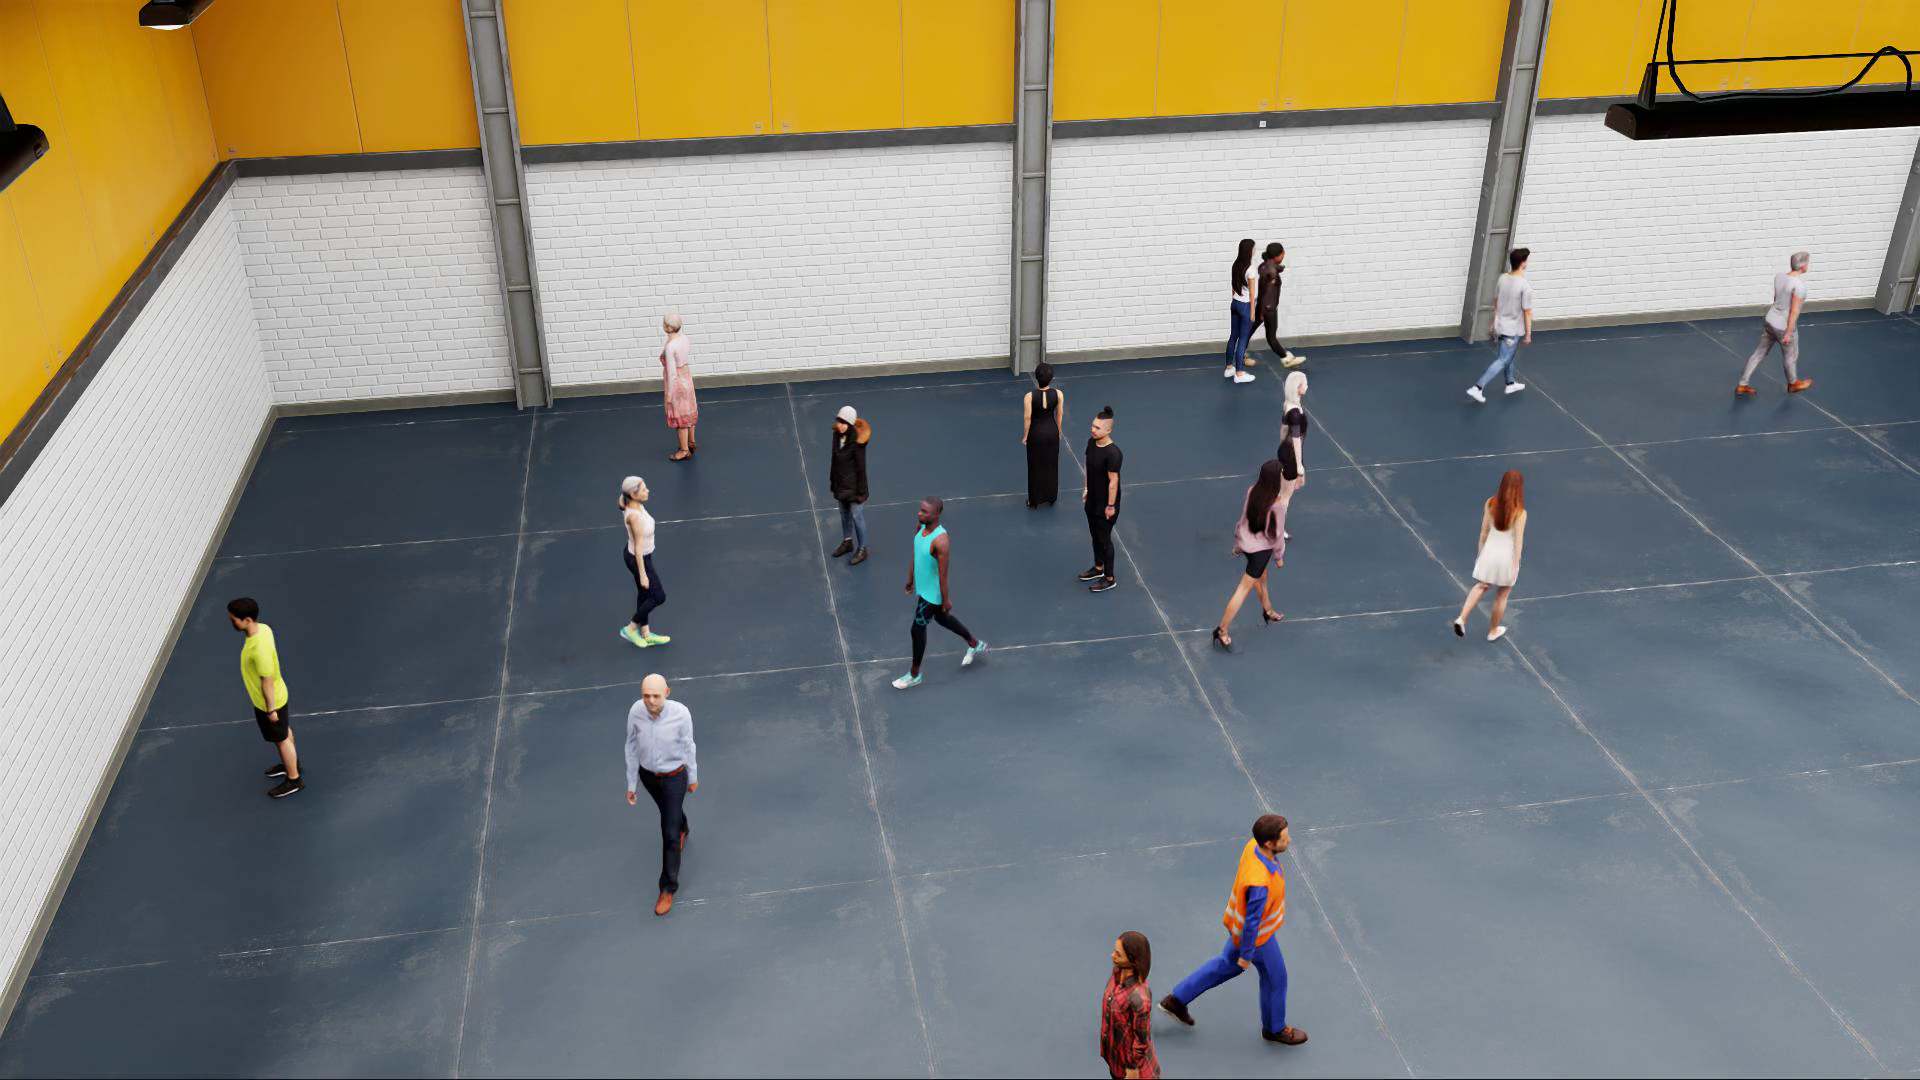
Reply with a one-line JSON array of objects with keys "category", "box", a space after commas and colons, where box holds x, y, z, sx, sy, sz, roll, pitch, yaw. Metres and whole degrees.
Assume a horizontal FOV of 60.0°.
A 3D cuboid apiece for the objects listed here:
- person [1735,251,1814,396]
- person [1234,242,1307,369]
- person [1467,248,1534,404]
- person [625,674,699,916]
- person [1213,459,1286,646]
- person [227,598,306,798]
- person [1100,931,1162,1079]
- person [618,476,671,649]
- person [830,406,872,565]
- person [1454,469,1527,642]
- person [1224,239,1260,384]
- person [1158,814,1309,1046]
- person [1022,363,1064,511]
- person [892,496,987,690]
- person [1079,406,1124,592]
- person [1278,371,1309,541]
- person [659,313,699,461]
[{"category": "person", "box": [9.563, -2.489, 19.566, 1.152, 1.773, 0.717, -5, 29, -10]}, {"category": "person", "box": [3.867, -2.836, 20.364, 0.595, 1.619, 1.069, -5, 29, -9]}, {"category": "person", "box": [6.359, -2.473, 19.458, 1.272, 1.848, 0.908, -13, 31, -22]}, {"category": "person", "box": [-2.117, 1.677, 11.957, 1.259, 1.747, 1.004, 5, 29, 9]}, {"category": "person", "box": [2.556, 0.170, 14.714, 1.135, 1.752, 0.832, -14, 31, -23]}, {"category": "person", "box": [-5.362, 1.179, 12.911, 0.633, 1.707, 0.680, -14, 31, -23]}, {"category": "person", "box": [0.974, 2.945, 9.679, 0.566, 1.703, 0.628, -7, 29, -13]}, {"category": "person", "box": [-2.907, 0.221, 14.679, 0.649, 1.697, 0.614, -5, 29, -9]}, {"category": "person", "box": [-1.067, -0.554, 16.166, 0.735, 1.632, 0.774, 25, 37, 38]}, {"category": "person", "box": [4.722, 0.187, 14.740, 0.976, 1.697, 0.824, -22, 35, -34]}, {"category": "person", "box": [3.408, -2.784, 20.105, 0.581, 1.774, 0.634, -11, 31, -20]}, {"category": "person", "box": [1.738, 2.455, 10.447, 1.281, 1.827, 0.897, 2, 29, 3]}, {"category": "person", "box": [0.854, -1.067, 17.135, 0.472, 1.604, 0.651, -8, 30, -14]}, {"category": "person", "box": [-0.148, 0.415, 14.244, 1.201, 1.772, 0.761, -10, 30, -18]}, {"category": "person", "box": [1.343, -0.411, 15.661, 0.652, 1.865, 0.722, -11, 31, -19]}, {"category": "person", "box": [3.166, -0.803, 16.424, 0.679, 1.822, 0.638, 0, 29, 1]}, {"category": "person", "box": [-3.067, -1.683, 18.173, 0.693, 1.692, 0.676, 8, 30, 14]}]
